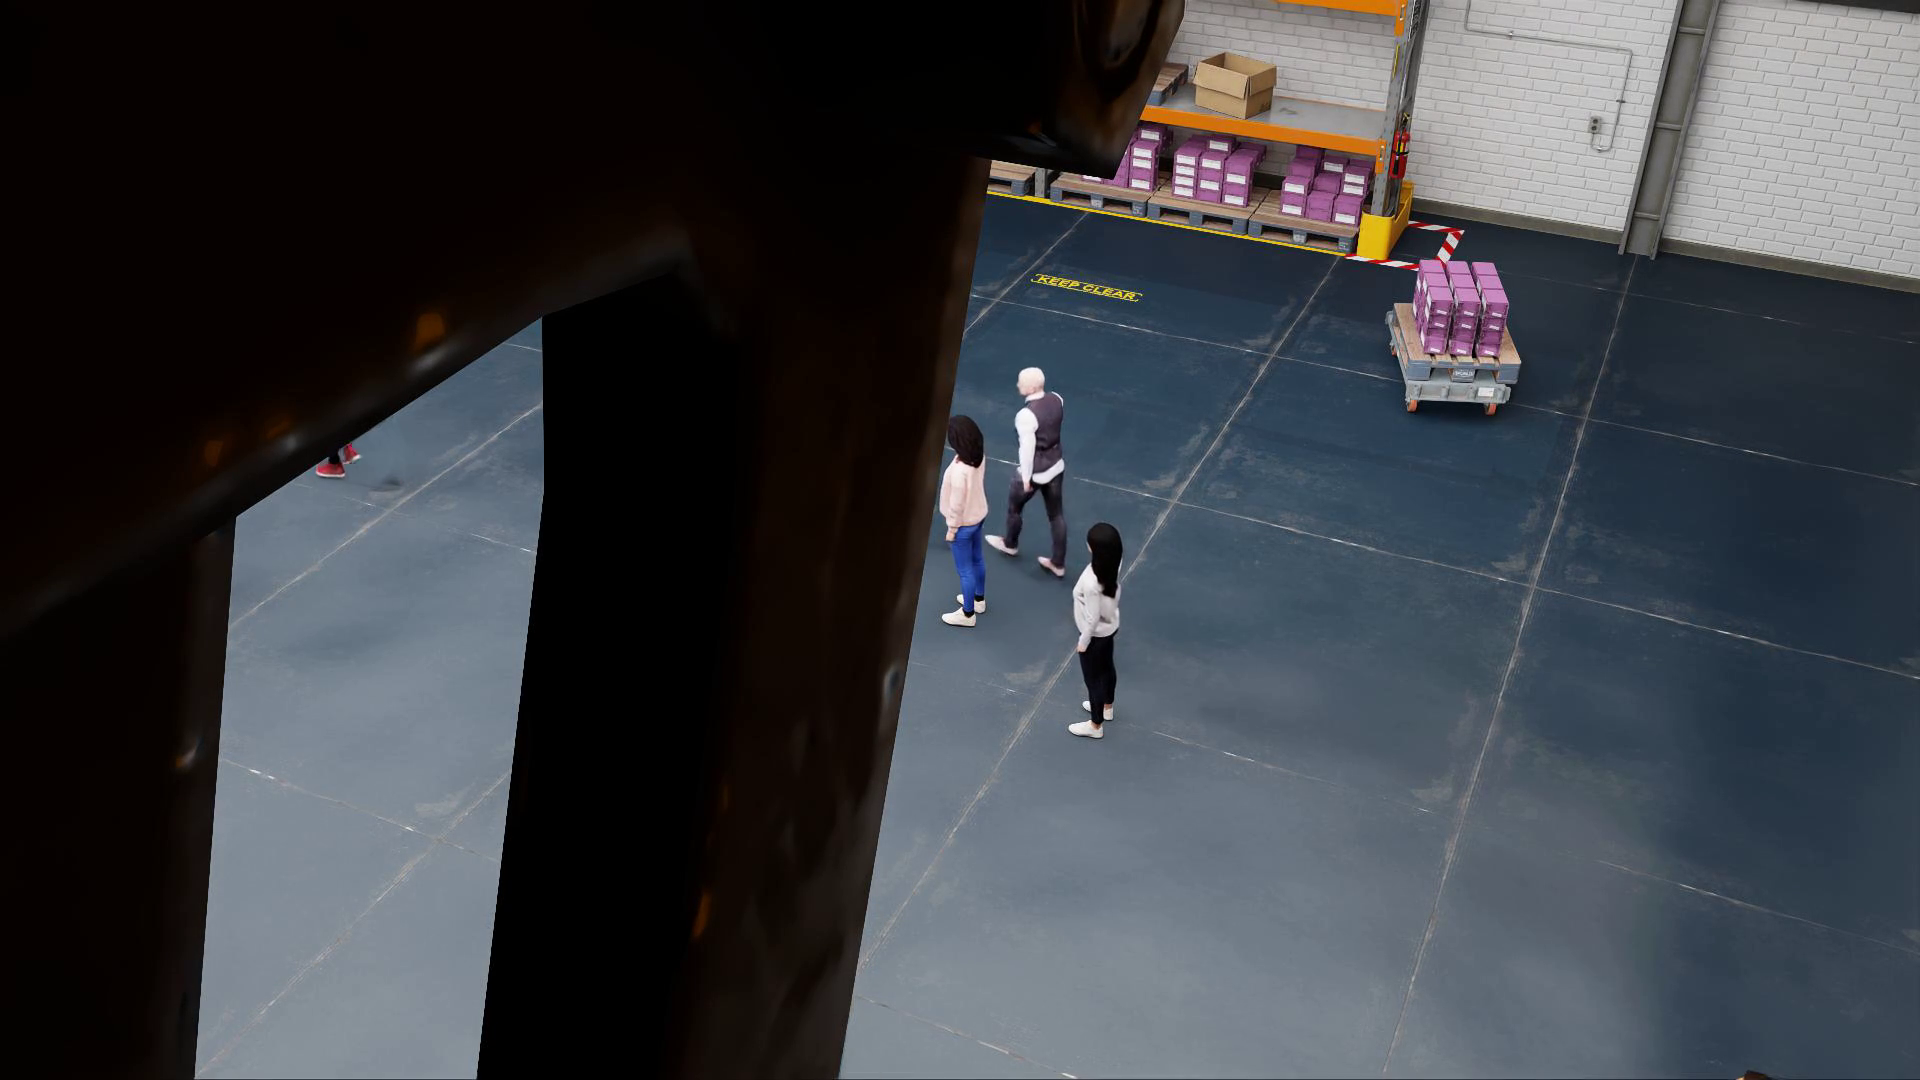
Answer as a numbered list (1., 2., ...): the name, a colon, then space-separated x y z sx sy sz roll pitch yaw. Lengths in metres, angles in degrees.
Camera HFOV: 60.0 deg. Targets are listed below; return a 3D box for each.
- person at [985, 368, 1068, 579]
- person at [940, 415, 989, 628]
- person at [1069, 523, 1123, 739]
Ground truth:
1. person: 0.668 -0.478 12.867 0.937 1.791 1.107 -27 42 -35
2. person: 0.055 -0.142 12.384 0.534 1.767 0.634 16 37 22
3. person: 0.946 0.606 11.319 0.533 1.700 0.606 16 37 22
